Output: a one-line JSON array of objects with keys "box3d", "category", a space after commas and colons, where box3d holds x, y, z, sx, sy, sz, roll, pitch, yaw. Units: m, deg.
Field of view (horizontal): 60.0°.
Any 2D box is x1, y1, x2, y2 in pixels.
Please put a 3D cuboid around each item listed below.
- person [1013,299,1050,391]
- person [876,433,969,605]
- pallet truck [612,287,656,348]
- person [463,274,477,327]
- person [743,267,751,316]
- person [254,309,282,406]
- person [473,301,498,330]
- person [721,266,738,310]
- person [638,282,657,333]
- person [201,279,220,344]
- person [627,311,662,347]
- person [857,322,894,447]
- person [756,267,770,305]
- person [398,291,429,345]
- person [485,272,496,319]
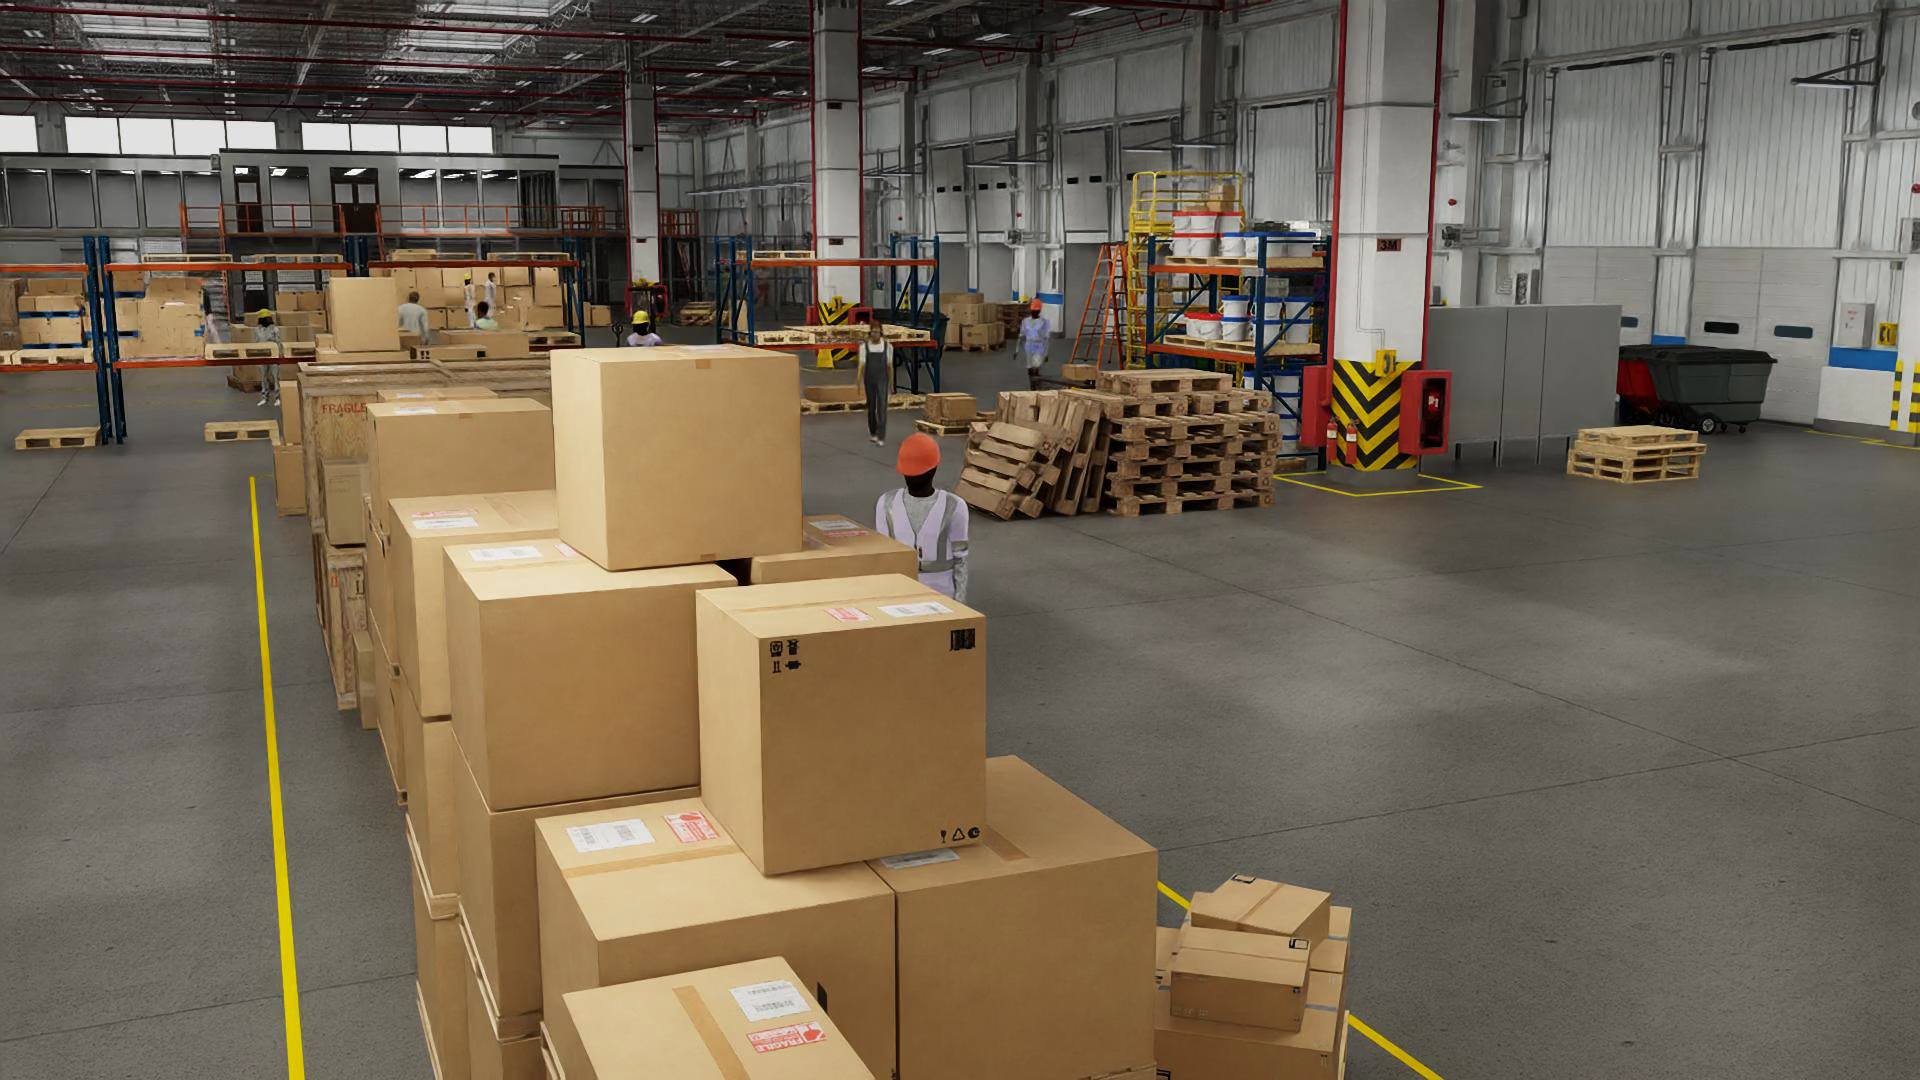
[{"box3d": [1.297, -3.413, 30.203, 0.608, 1.907, 0.648, 6, 12, 29], "category": "person"}, {"box3d": [-0.227, 0.355, 9.358, 0.543, 1.927, 0.375, 2, 10, 9], "category": "person"}, {"box3d": [-6.464, -4.406, 35.401, 0.823, 1.965, 1.885, 6, 12, 32], "category": "pallet truck"}, {"box3d": [-14.922, -7.129, 50.613, 0.383, 1.923, 0.590, 1, 10, 7], "category": "person"}, {"box3d": [-8.179, -9.582, 64.096, 0.356, 1.937, 0.552, -1, 10, -5], "category": "person"}, {"box3d": [-12.451, -3.281, 29.905, 0.493, 1.742, 0.304, 1, 10, 5], "category": "person"}, {"box3d": [-8.441, -3.312, 29.701, 0.897, 1.889, 0.598, 3, 11, 17], "category": "person"}, {"box3d": [-9.677, -10.559, 69.792, 0.629, 1.823, 0.455, 4, 11, 22], "category": "person"}, {"box3d": [-8.439, -5.998, 44.664, 0.628, 1.828, 0.509, -4, 11, -23], "category": "person"}, {"box3d": [-20.554, -6.120, 45.015, 0.615, 1.924, 1.055, 8, 13, 38], "category": "person"}, {"box3d": [-4.713, -2.440, 24.764, 0.594, 1.925, 0.372, 3, 11, 18], "category": "person"}, {"box3d": [-1.231, -2.285, 24.264, 0.527, 1.808, 0.955, 0, 10, -3], "category": "person"}, {"box3d": [-8.733, -11.318, 73.563, 0.630, 1.971, 0.670, -8, 13, -38], "category": "person"}, {"box3d": [-11.429, -4.243, 34.785, 0.655, 1.901, 0.426, 0, 10, 2], "category": "person"}, {"box3d": [-14.876, -7.528, 52.791, 0.374, 1.933, 0.627, -1, 10, -4], "category": "person"}]
